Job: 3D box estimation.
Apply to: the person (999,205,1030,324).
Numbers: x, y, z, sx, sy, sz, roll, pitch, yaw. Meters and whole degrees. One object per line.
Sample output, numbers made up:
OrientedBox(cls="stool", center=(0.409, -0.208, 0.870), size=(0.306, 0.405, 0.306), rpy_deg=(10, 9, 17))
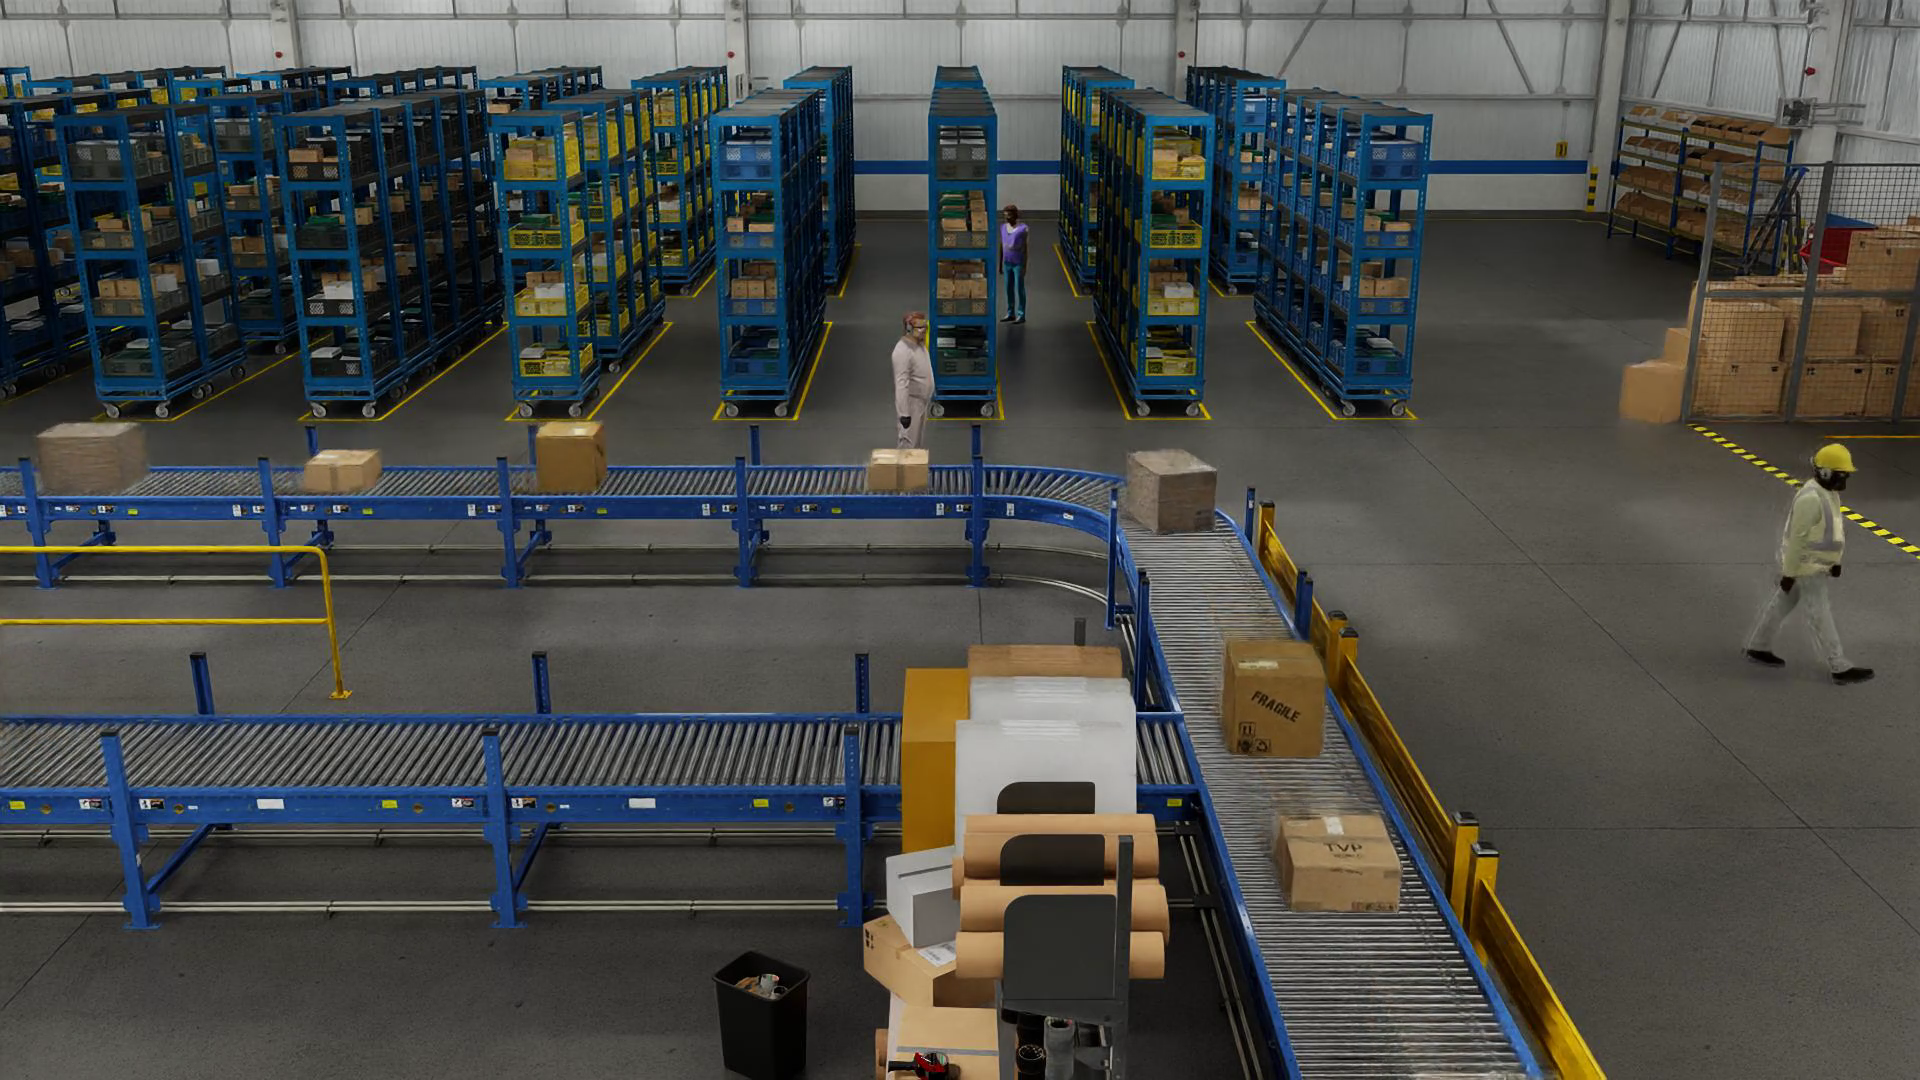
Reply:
OrientedBox(cls="person", center=(0.838, -4.302, 25.934), size=(0.569, 1.831, 0.412), rpy_deg=(14, 23, 37))

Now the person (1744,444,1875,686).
OrientedBox(cls="person", center=(6.342, 0.165, 12.236), size=(0.915, 1.779, 0.621), rpy_deg=(13, 22, 35))

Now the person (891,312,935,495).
OrientedBox(cls="person", center=(-0.451, -1.347, 16.708), size=(0.403, 1.904, 0.651), rpy_deg=(5, 19, 14))
